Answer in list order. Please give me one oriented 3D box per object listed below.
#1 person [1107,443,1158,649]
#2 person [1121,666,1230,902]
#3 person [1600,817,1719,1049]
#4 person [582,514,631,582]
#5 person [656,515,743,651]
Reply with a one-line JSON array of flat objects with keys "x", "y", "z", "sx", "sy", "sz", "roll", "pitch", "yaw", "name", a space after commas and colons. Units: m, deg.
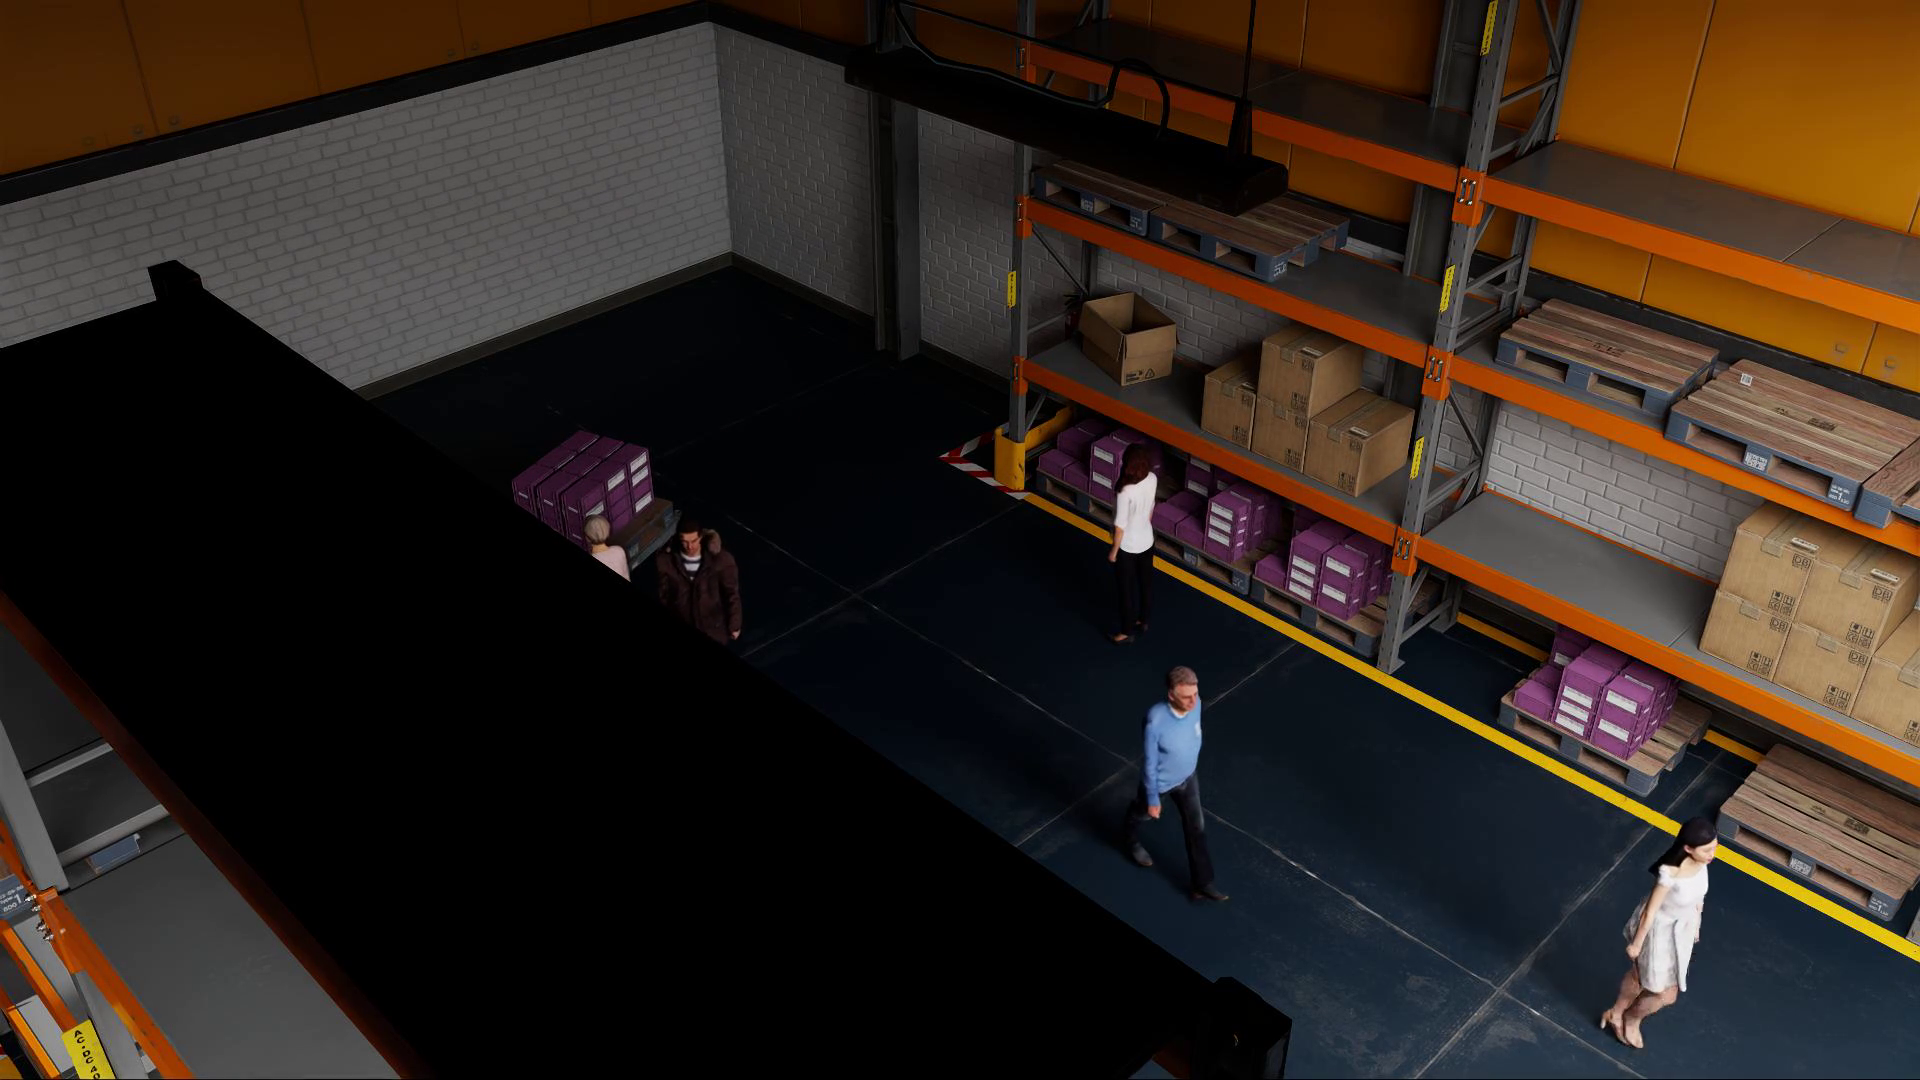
[{"x": 1.356, "y": 0.049, "z": 12.905, "sx": 0.609, "sy": 1.794, "sz": 0.512, "roll": -28, "pitch": 43, "yaw": -35, "name": "person"}, {"x": 1.278, "y": 1.492, "z": 10.768, "sx": 0.802, "sy": 1.755, "sz": 1.191, "roll": -22, "pitch": 39, "yaw": -29, "name": "person"}, {"x": 3.983, "y": 2.244, "z": 9.630, "sx": 0.676, "sy": 1.762, "sz": 0.772, "roll": -23, "pitch": 40, "yaw": -31, "name": "person"}, {"x": -2.585, "y": 0.549, "z": 12.244, "sx": 0.596, "sy": 1.691, "sz": 0.556, "roll": -28, "pitch": 42, "yaw": -35, "name": "person"}, {"x": -1.873, "y": 0.577, "z": 12.084, "sx": 1.139, "sy": 1.821, "sz": 1.213, "roll": -3, "pitch": 34, "yaw": -4, "name": "person"}]
